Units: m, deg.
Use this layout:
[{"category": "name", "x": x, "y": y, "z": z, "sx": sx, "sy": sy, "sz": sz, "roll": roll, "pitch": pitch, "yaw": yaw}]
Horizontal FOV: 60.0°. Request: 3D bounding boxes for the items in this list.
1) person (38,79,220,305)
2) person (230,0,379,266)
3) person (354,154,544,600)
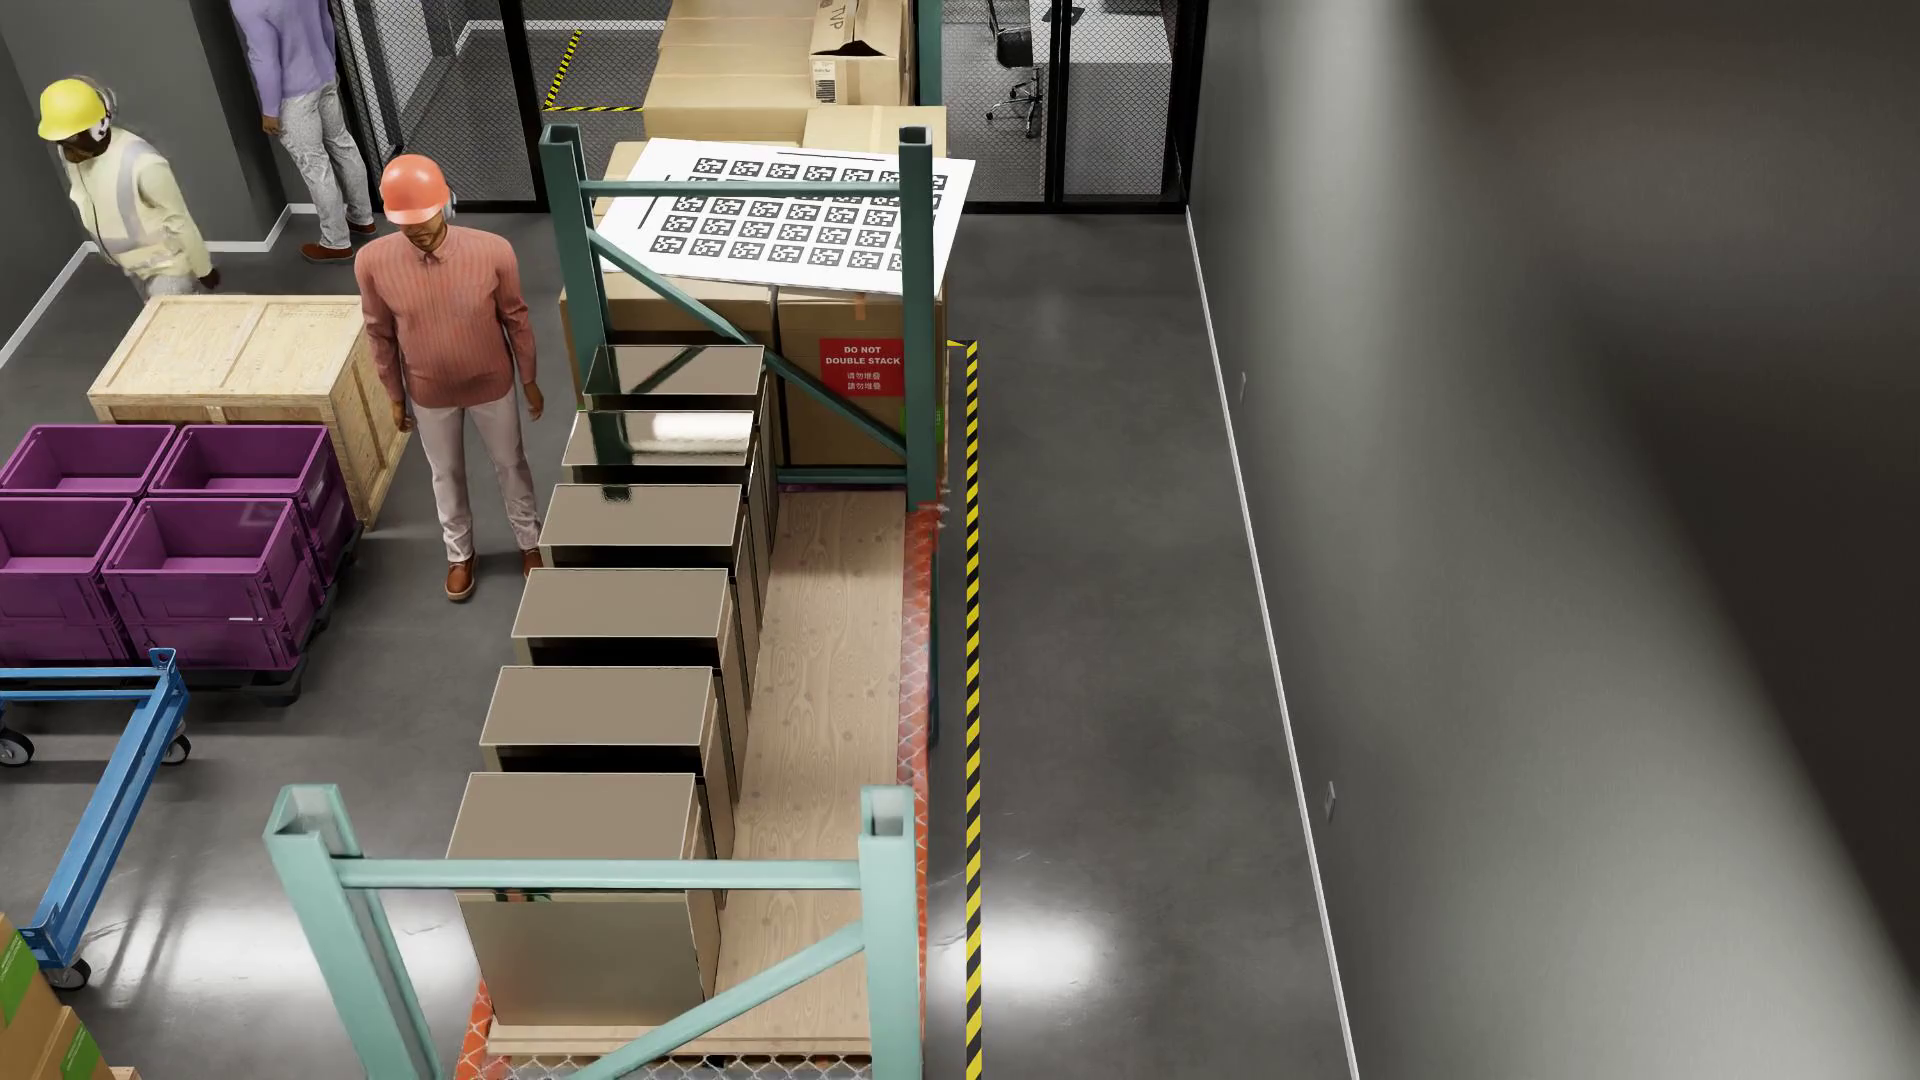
[{"category": "person", "x": -3.605, "y": -1.359, "z": 7.559, "sx": 0.608, "sy": 1.791, "sz": 0.774, "roll": 20, "pitch": 45, "yaw": 22}, {"category": "person", "x": -3.401, "y": -2.343, "z": 8.565, "sx": 0.364, "sy": 1.939, "sz": 0.636, "roll": 11, "pitch": 42, "yaw": 12}, {"category": "person", "x": -1.960, "y": -0.614, "z": 6.545, "sx": 0.612, "sy": 1.996, "sz": 0.389, "roll": -8, "pitch": 42, "yaw": -9}]
